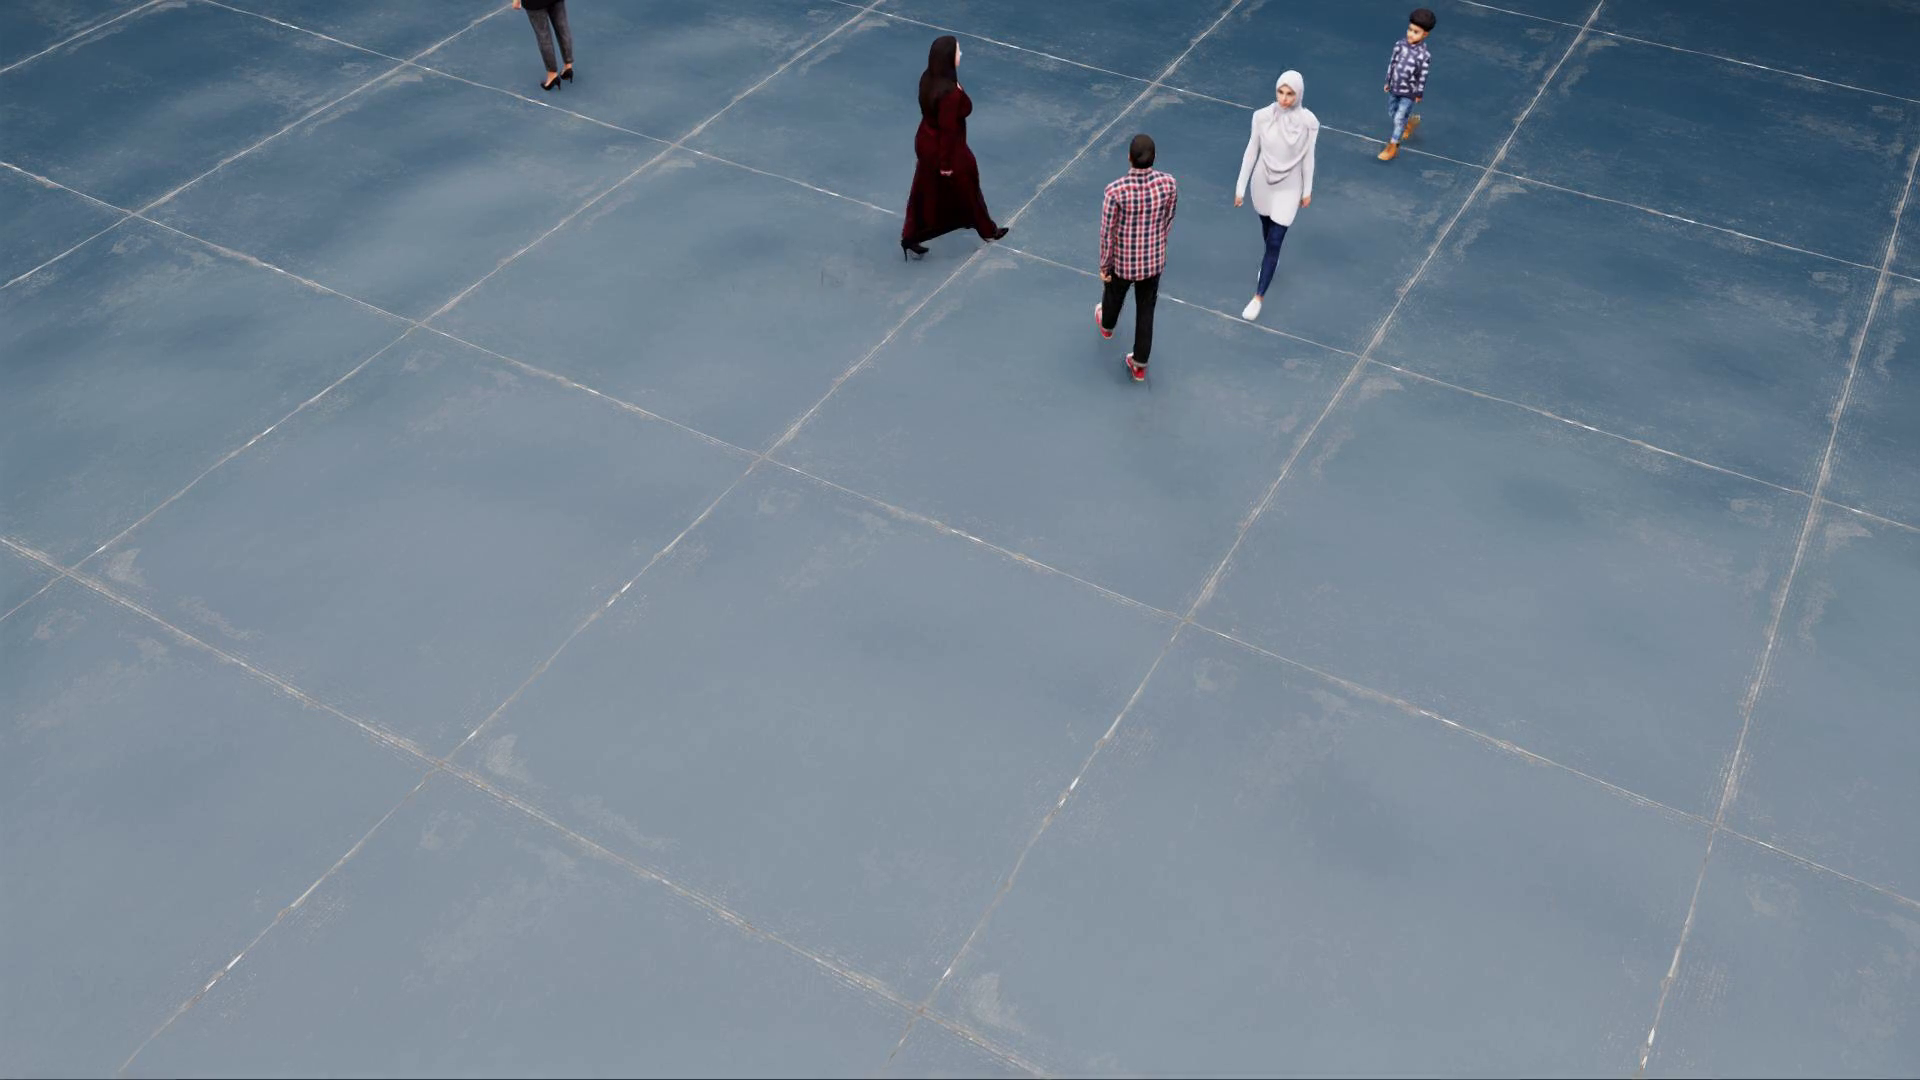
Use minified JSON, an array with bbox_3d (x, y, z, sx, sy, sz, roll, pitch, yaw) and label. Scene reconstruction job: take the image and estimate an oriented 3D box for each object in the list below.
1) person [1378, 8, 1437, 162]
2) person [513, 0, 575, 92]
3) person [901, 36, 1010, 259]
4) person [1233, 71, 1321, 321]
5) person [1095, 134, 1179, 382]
[{"bbox_3d":[3.608,-3.676,13.353,0.820,1.238,0.657,-28,49,-27],"label":"person"},{"bbox_3d":[-3.540,-4.641,14.060,0.740,1.717,0.578,30,50,29],"label":"person"},{"bbox_3d":[-0.216,-2.769,12.002,1.175,1.712,1.050,-16,45,-17],"label":"person"},{"bbox_3d":[2.240,-2.488,11.682,0.713,1.726,1.155,18,45,18],"label":"person"},{"bbox_3d":[1.183,-1.819,10.942,1.052,1.732,1.151,-6,43,-6],"label":"person"}]
